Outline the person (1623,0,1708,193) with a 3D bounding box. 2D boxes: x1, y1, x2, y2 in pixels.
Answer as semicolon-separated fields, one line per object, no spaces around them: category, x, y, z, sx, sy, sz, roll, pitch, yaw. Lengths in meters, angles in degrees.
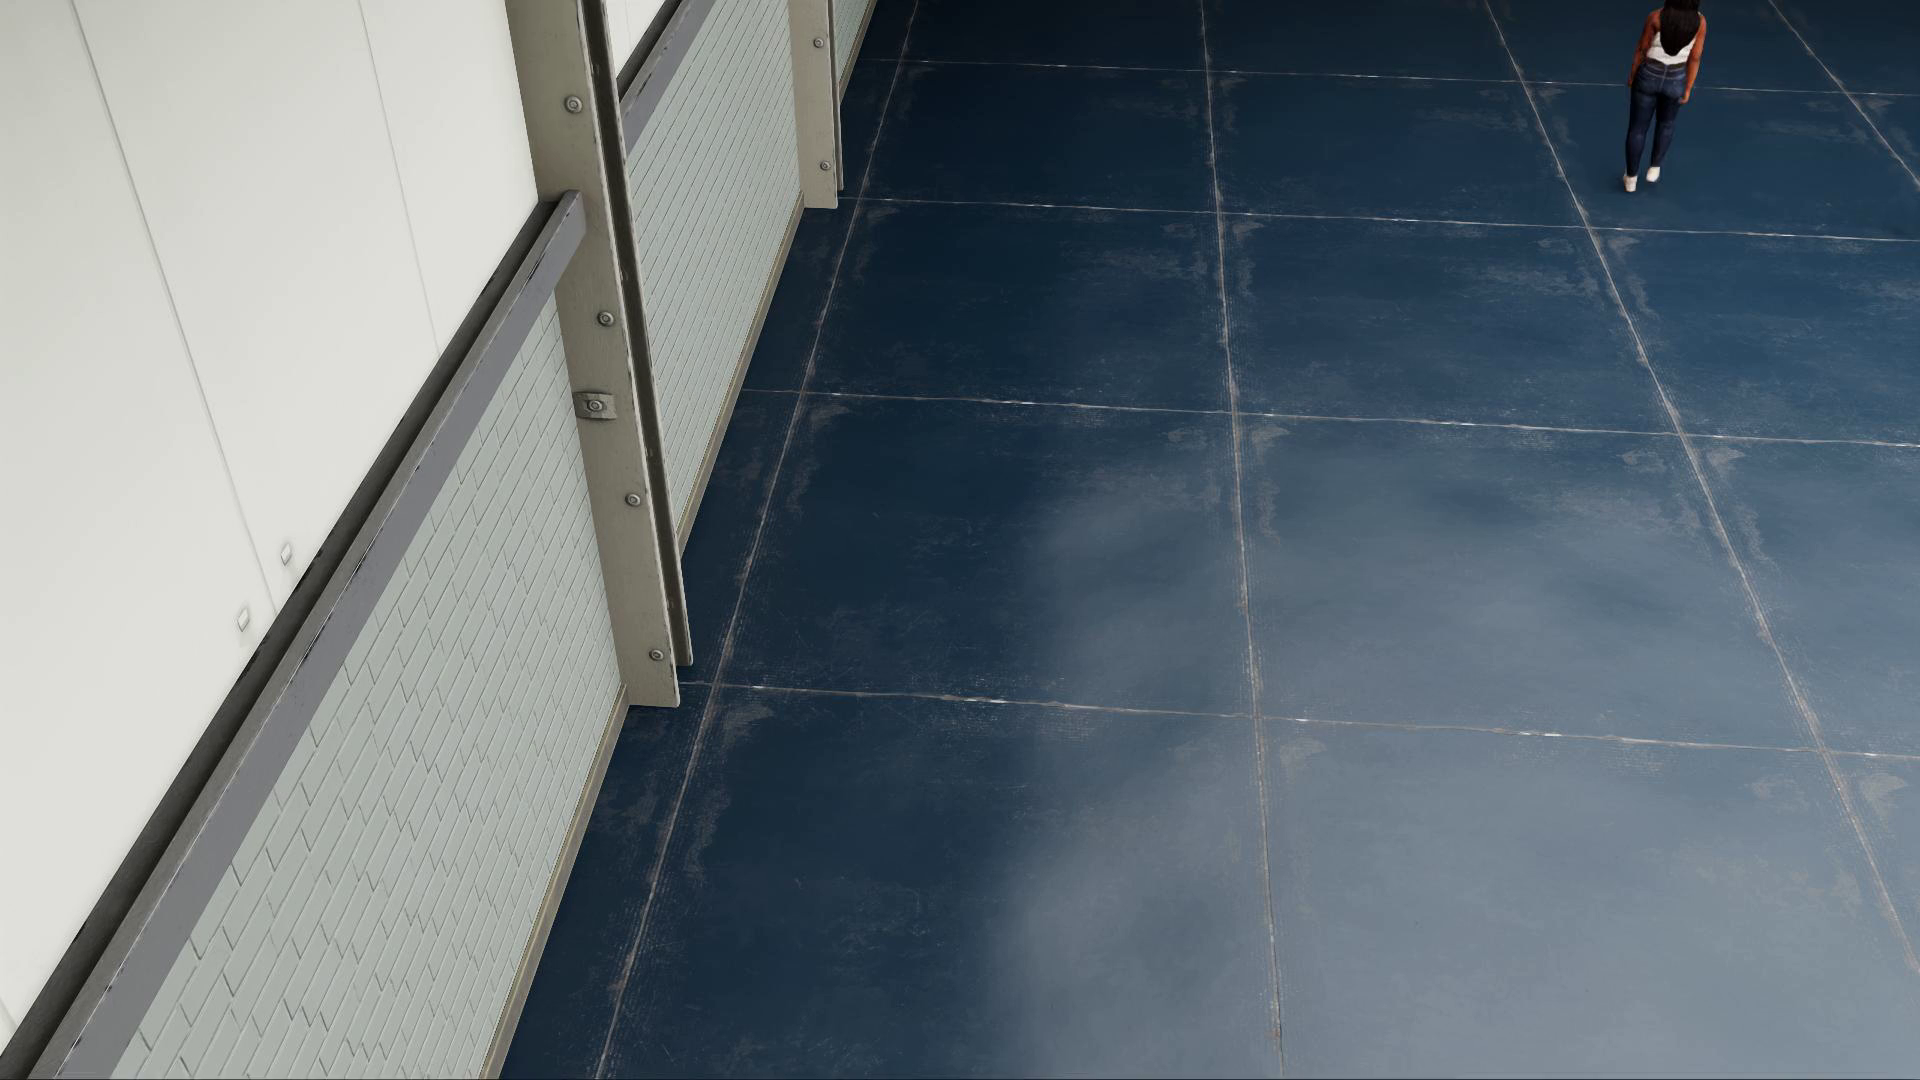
person;5.708;-3.679;13.562;0.703;1.793;0.709;9;39;12
